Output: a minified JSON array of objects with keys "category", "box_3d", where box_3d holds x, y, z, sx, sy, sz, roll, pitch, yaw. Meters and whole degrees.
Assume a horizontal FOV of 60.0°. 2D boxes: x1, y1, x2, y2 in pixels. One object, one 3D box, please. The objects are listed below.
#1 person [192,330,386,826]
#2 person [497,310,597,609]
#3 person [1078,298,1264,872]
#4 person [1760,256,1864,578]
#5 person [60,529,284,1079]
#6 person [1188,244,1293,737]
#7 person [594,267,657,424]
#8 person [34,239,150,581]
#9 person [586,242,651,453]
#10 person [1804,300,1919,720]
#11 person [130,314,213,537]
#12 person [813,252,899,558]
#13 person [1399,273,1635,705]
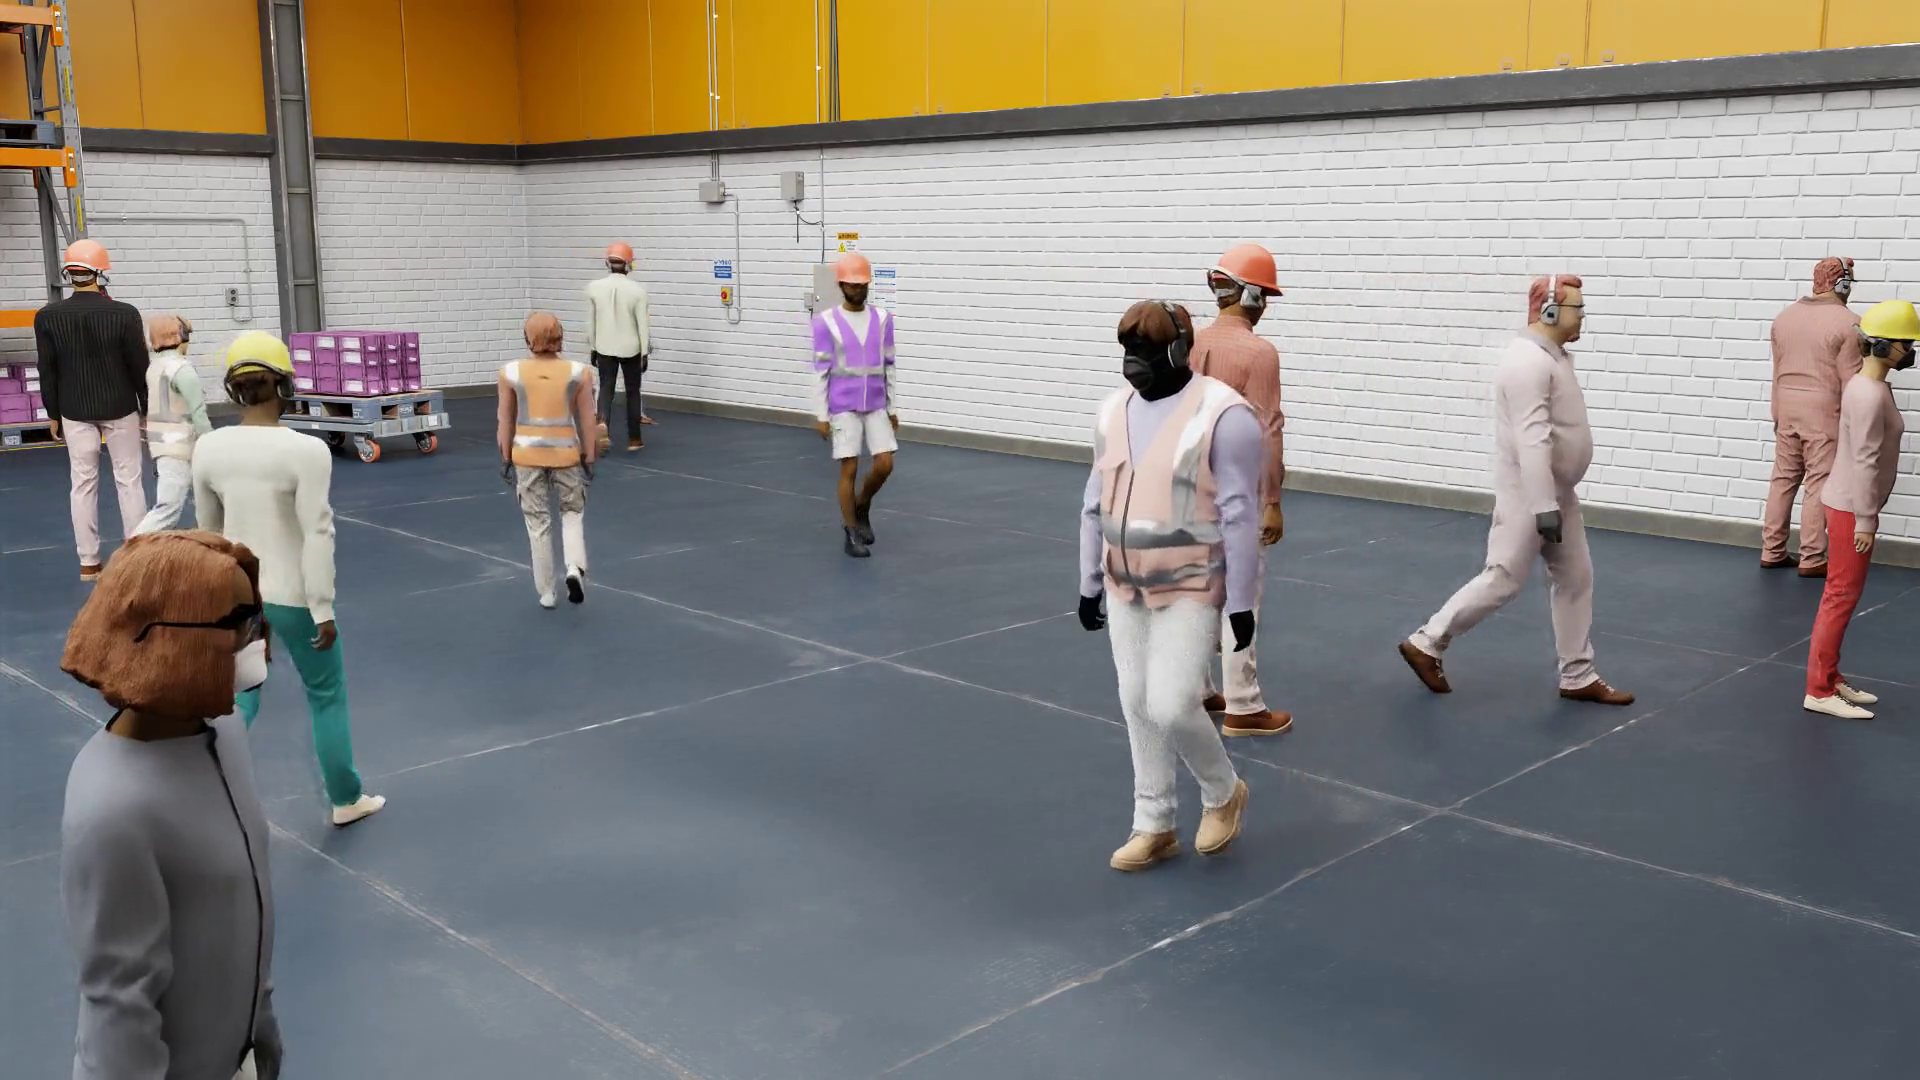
[{"category":"person","box_3d":[-2.277,0.190,5.387,0.535,1.727,0.870,3,11,14]},{"category":"person","box_3d":[-2.218,-0.416,8.945,0.518,1.625,0.409,-3,11,-16]},{"category":"person","box_3d":[0.642,0.157,5.258,0.434,1.829,0.658,-9,14,-41]},{"category":"person","box_3d":[5.104,-0.724,9.884,0.402,1.903,0.641,-4,11,-19]},{"category":"person","box_3d":[-1.107,0.784,2.409,0.287,1.624,0.497,-1,10,-7]},{"category":"person","box_3d":[1.118,-0.199,6.780,0.391,1.986,0.609,-6,12,-29]},{"category":"person","box_3d":[-3.660,-2.153,17.846,0.827,1.844,0.391,4,11,20]},{"category":"person","box_3d":[-5.047,-0.753,9.772,0.609,1.996,0.379,-2,11,-11]},{"category":"person","box_3d":[-3.179,-1.775,15.437,0.619,1.968,0.825,0,10,1]},{"category":"person","box_3d":[3.817,-0.127,7.013,0.340,1.757,0.518,5,12,26]},{"category":"person","box_3d":[-4.439,-0.469,9.321,0.843,1.588,0.529,-8,13,-37]},{"category":"person","box_3d":[-0.648,-0.847,10.489,0.571,1.920,0.430,-5,11,-24]},{"category":"person","box_3d":[2.433,-0.215,7.193,0.920,1.870,0.640,6,12,31]}]
